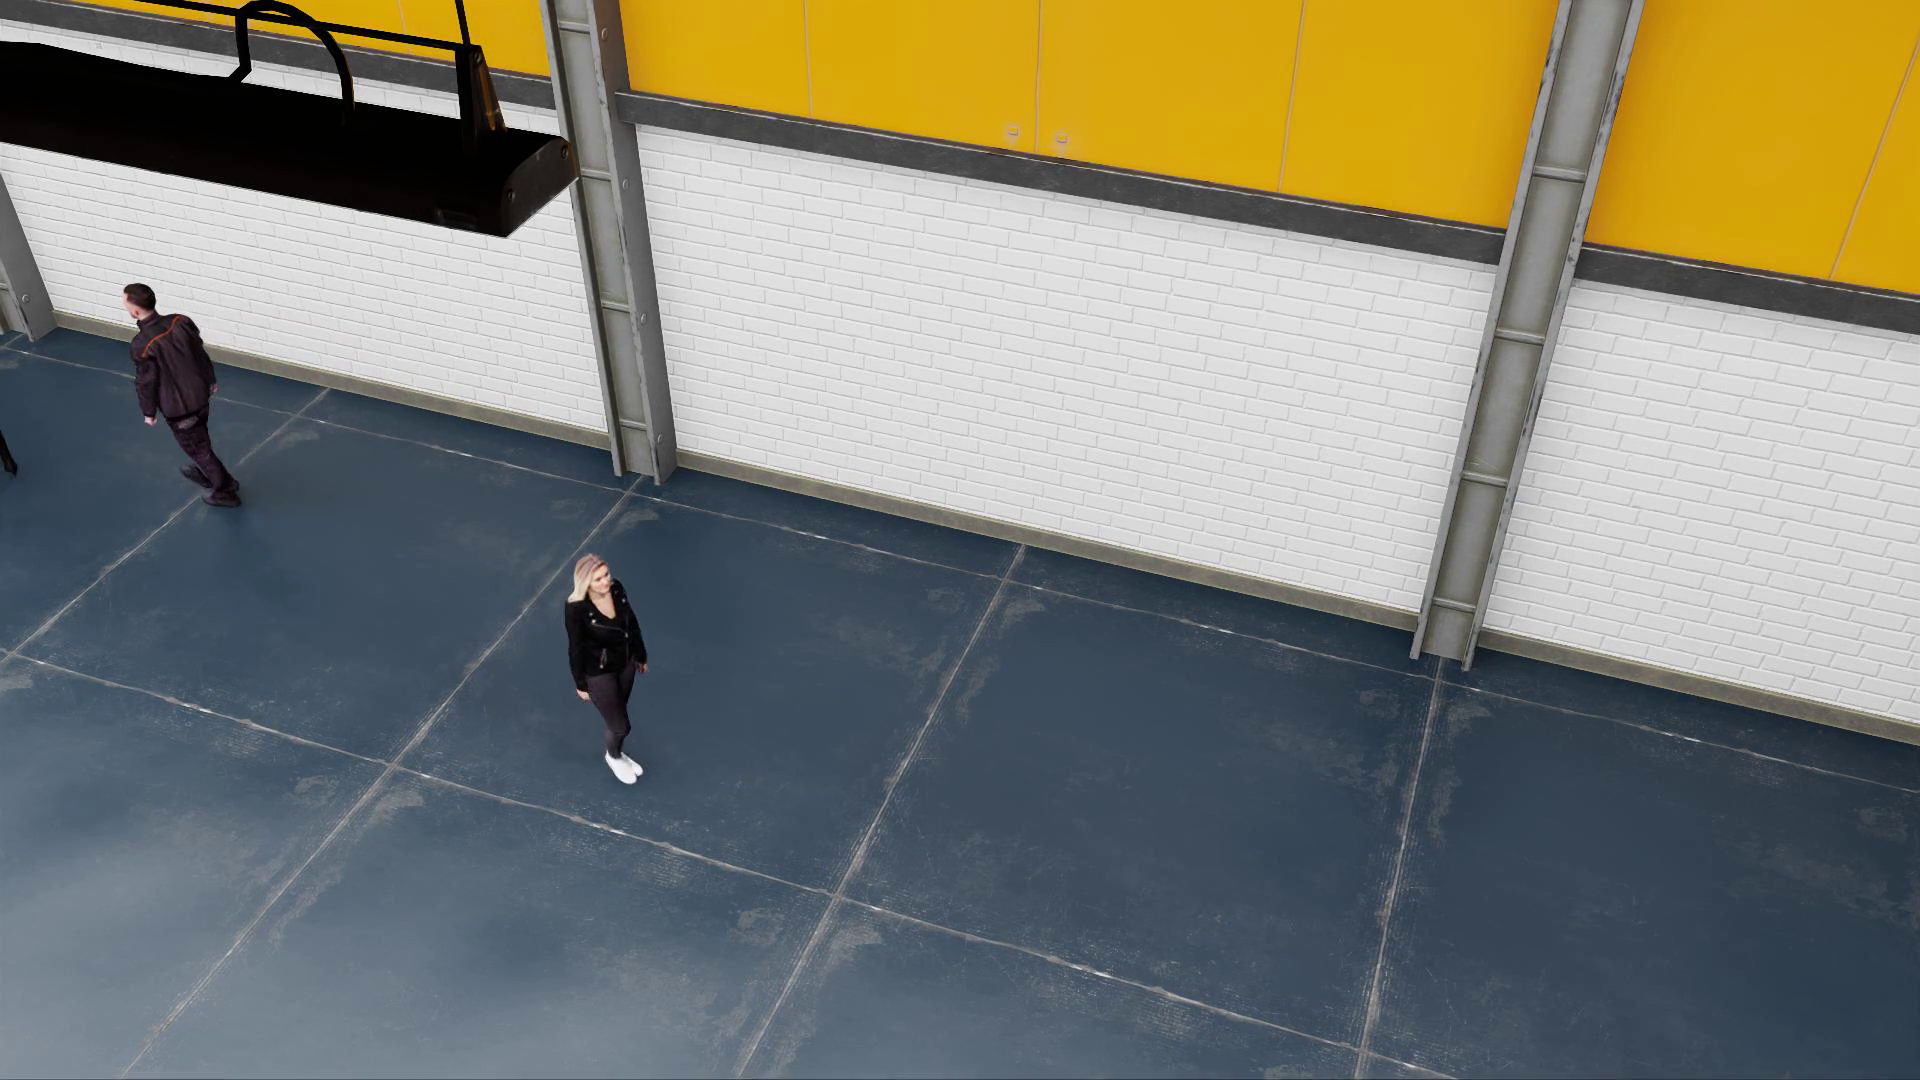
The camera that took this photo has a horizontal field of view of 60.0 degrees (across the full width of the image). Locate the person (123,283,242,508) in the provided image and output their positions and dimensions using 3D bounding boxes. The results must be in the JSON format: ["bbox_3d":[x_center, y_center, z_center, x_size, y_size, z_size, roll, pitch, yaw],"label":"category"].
[{"bbox_3d":[-5.480,-0.999,11.852,0.866,1.835,0.731,14,41,17],"label":"person"}]

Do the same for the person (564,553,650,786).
[{"bbox_3d":[-2.140,0.728,9.813,0.647,1.680,0.686,24,44,27],"label":"person"}]
